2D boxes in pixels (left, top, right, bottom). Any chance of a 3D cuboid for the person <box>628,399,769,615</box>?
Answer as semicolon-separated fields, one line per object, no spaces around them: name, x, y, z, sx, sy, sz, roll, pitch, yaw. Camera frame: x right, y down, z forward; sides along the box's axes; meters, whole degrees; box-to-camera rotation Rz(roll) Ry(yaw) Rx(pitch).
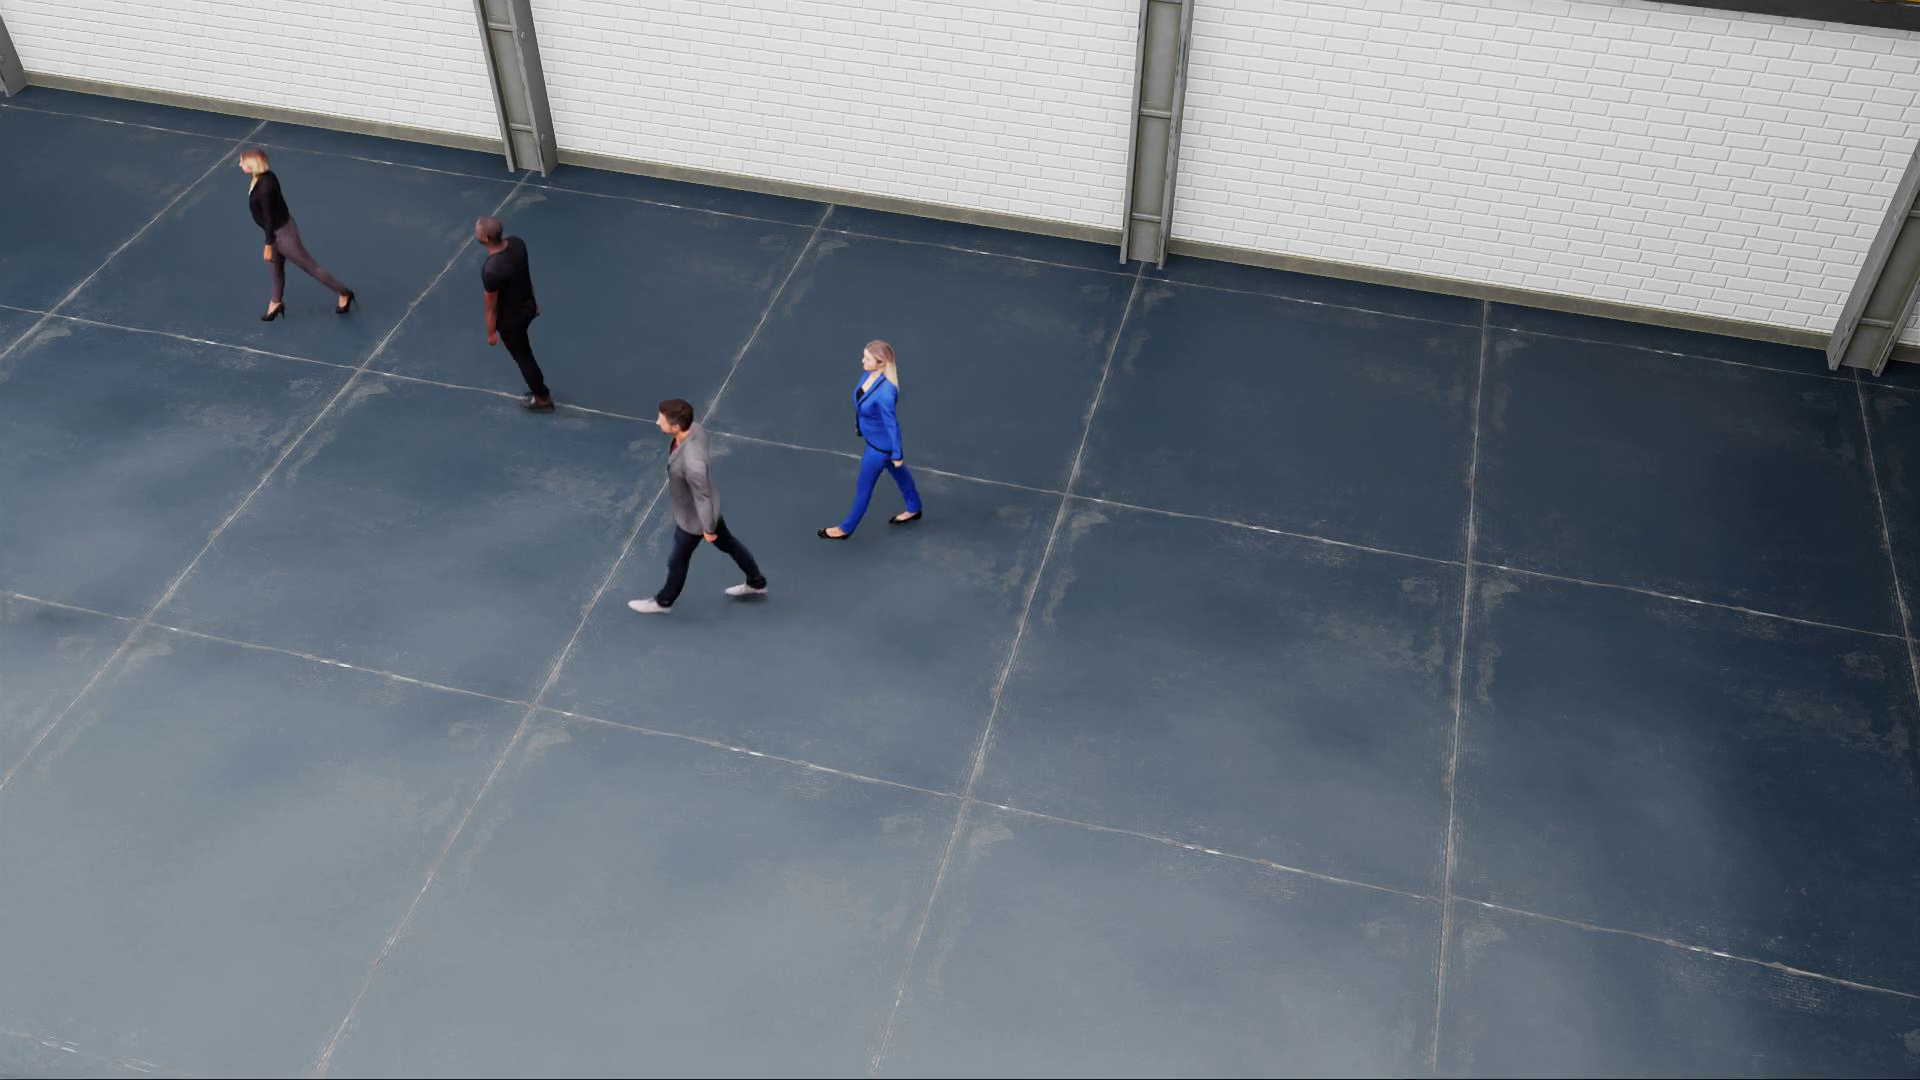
person;-1.685;-0.197;11.213;1.309;1.820;1.005;-4;44;-4

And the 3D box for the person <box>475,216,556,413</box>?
person;-3.341;-1.700;12.799;0.628;1.809;0.669;12;45;12

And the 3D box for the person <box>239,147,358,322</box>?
person;-5.486;-2.497;13.773;1.100;1.618;0.974;-16;46;-16

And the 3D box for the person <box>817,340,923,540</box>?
person;-0.464;-0.724;11.876;1.159;1.667;0.981;-11;45;-11
